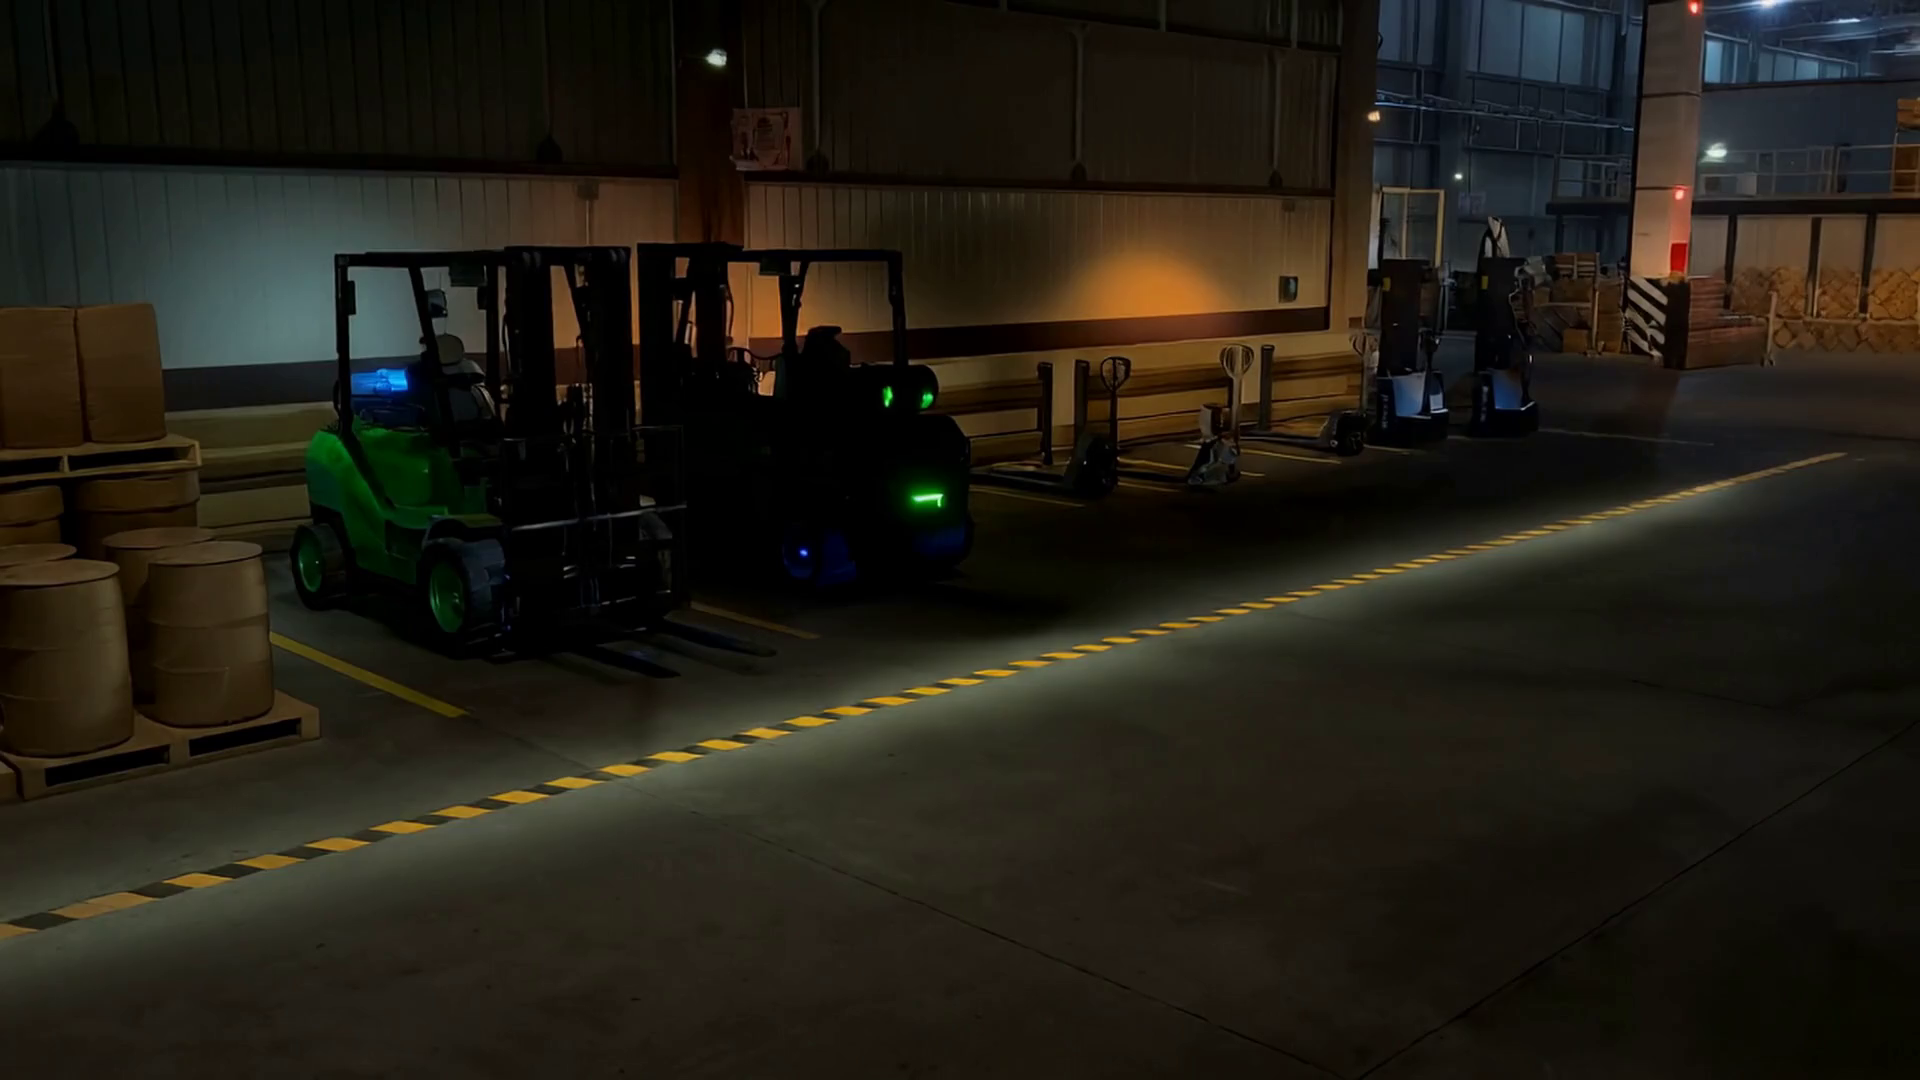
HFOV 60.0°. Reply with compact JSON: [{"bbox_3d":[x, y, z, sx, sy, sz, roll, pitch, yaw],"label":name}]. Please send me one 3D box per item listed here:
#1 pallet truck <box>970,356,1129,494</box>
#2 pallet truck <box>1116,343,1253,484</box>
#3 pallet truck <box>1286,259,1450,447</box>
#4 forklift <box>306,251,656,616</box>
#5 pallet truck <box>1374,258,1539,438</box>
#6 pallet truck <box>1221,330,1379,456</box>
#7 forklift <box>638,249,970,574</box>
[{"bbox_3d":[0.784,-1.085,14.876,0.680,1.201,1.601,-10,14,-44],"label":"pallet truck"},{"bbox_3d":[1.962,-1.215,15.415,1.522,1.261,0.704,10,14,43],"label":"pallet truck"},{"bbox_3d":[4.493,-2.078,18.196,0.823,1.965,1.885,-9,14,-40],"label":"pallet truck"},{"bbox_3d":[-2.833,-0.669,9.694,1.157,1.987,2.680,-10,14,-44],"label":"forklift"},{"bbox_3d":[5.704,-2.208,18.901,1.885,1.965,0.823,10,14,43],"label":"pallet truck"},{"bbox_3d":[3.563,-1.581,17.381,0.653,1.274,1.630,-10,14,-44],"label":"pallet truck"},{"bbox_3d":[-1.173,-0.958,11.239,2.680,1.987,1.157,10,14,43],"label":"forklift"}]
